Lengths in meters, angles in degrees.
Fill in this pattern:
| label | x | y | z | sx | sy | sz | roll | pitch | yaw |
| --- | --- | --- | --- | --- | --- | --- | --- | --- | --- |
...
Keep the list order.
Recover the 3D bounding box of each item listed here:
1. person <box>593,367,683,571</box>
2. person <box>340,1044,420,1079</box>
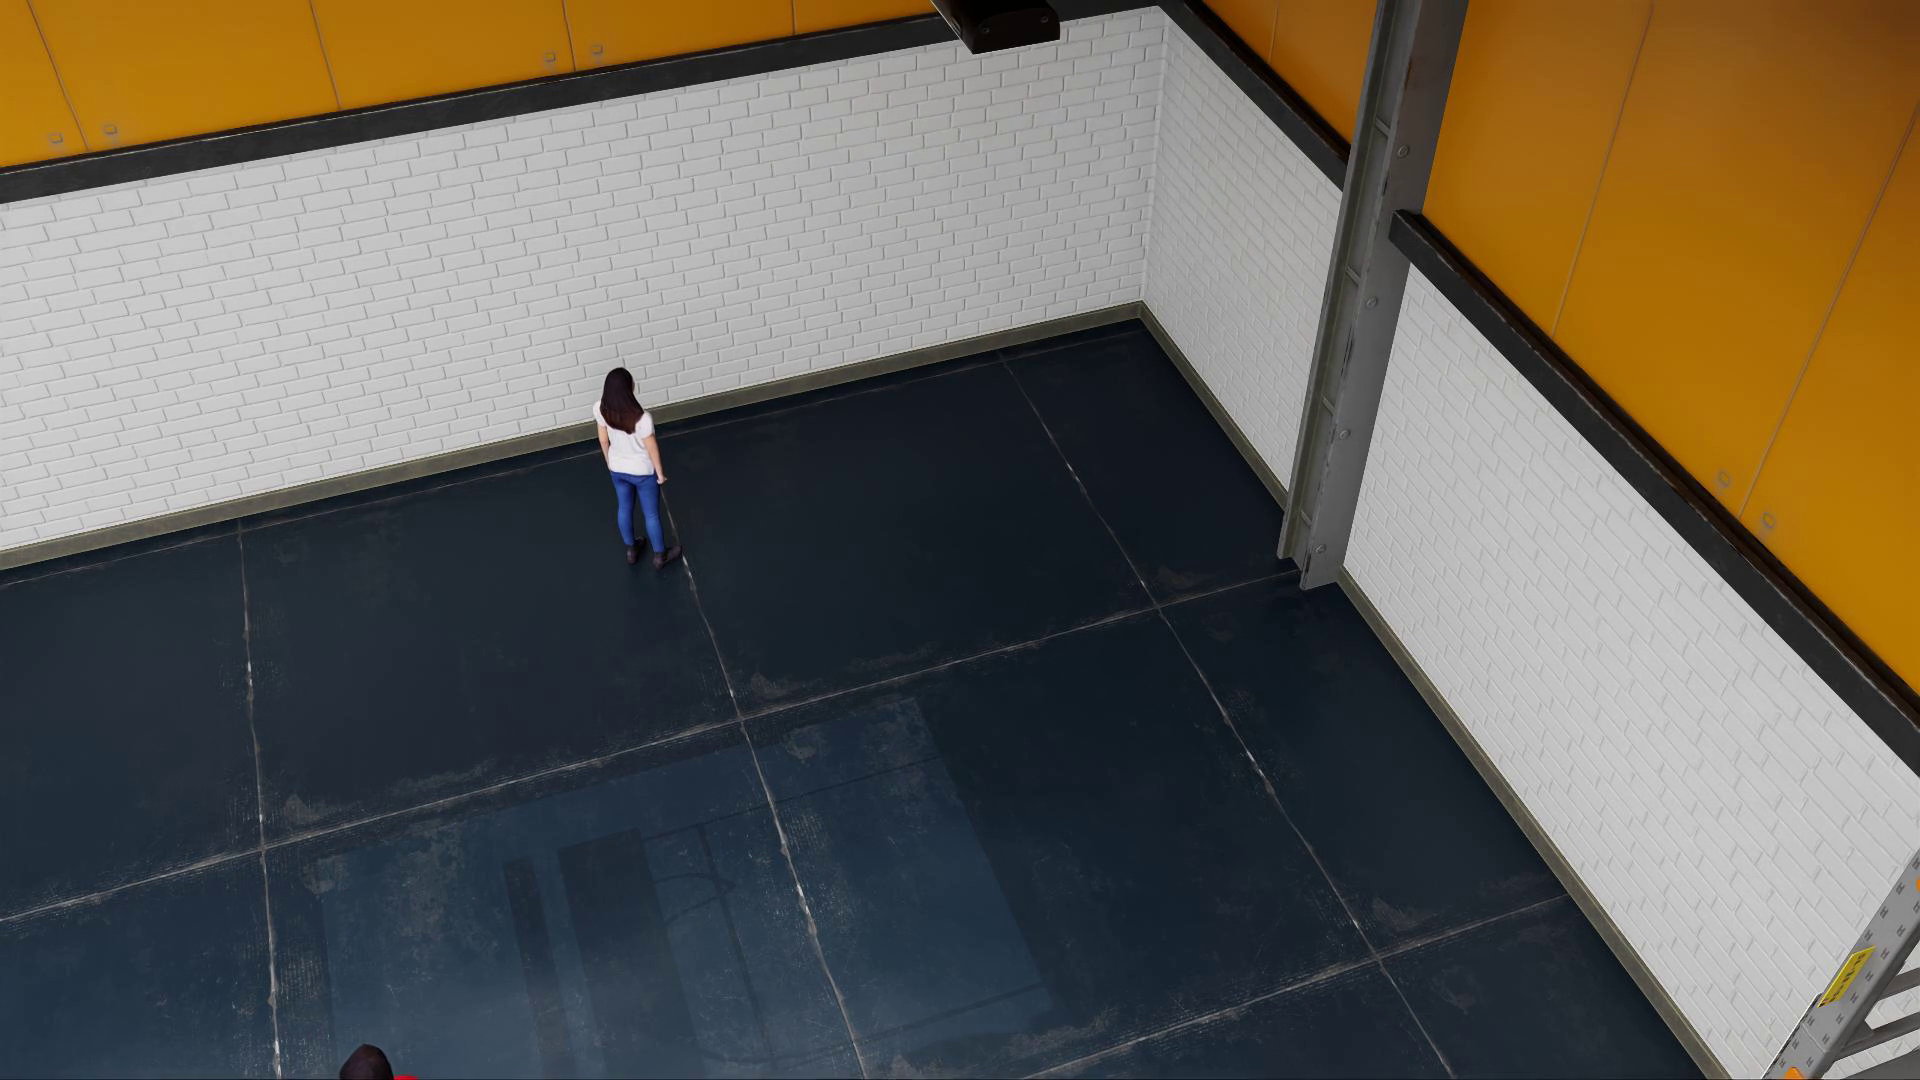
| label | x | y | z | sx | sy | sz | roll | pitch | yaw |
| --- | --- | --- | --- | --- | --- | --- | --- | --- | --- |
| person | -2.238 | -0.476 | 11.402 | 0.678 | 1.680 | 0.728 | 15 | 46 | 15 |
| person | -2.597 | 2.881 | 7.833 | 0.580 | 1.743 | 0.515 | -10 | 45 | -11 |
